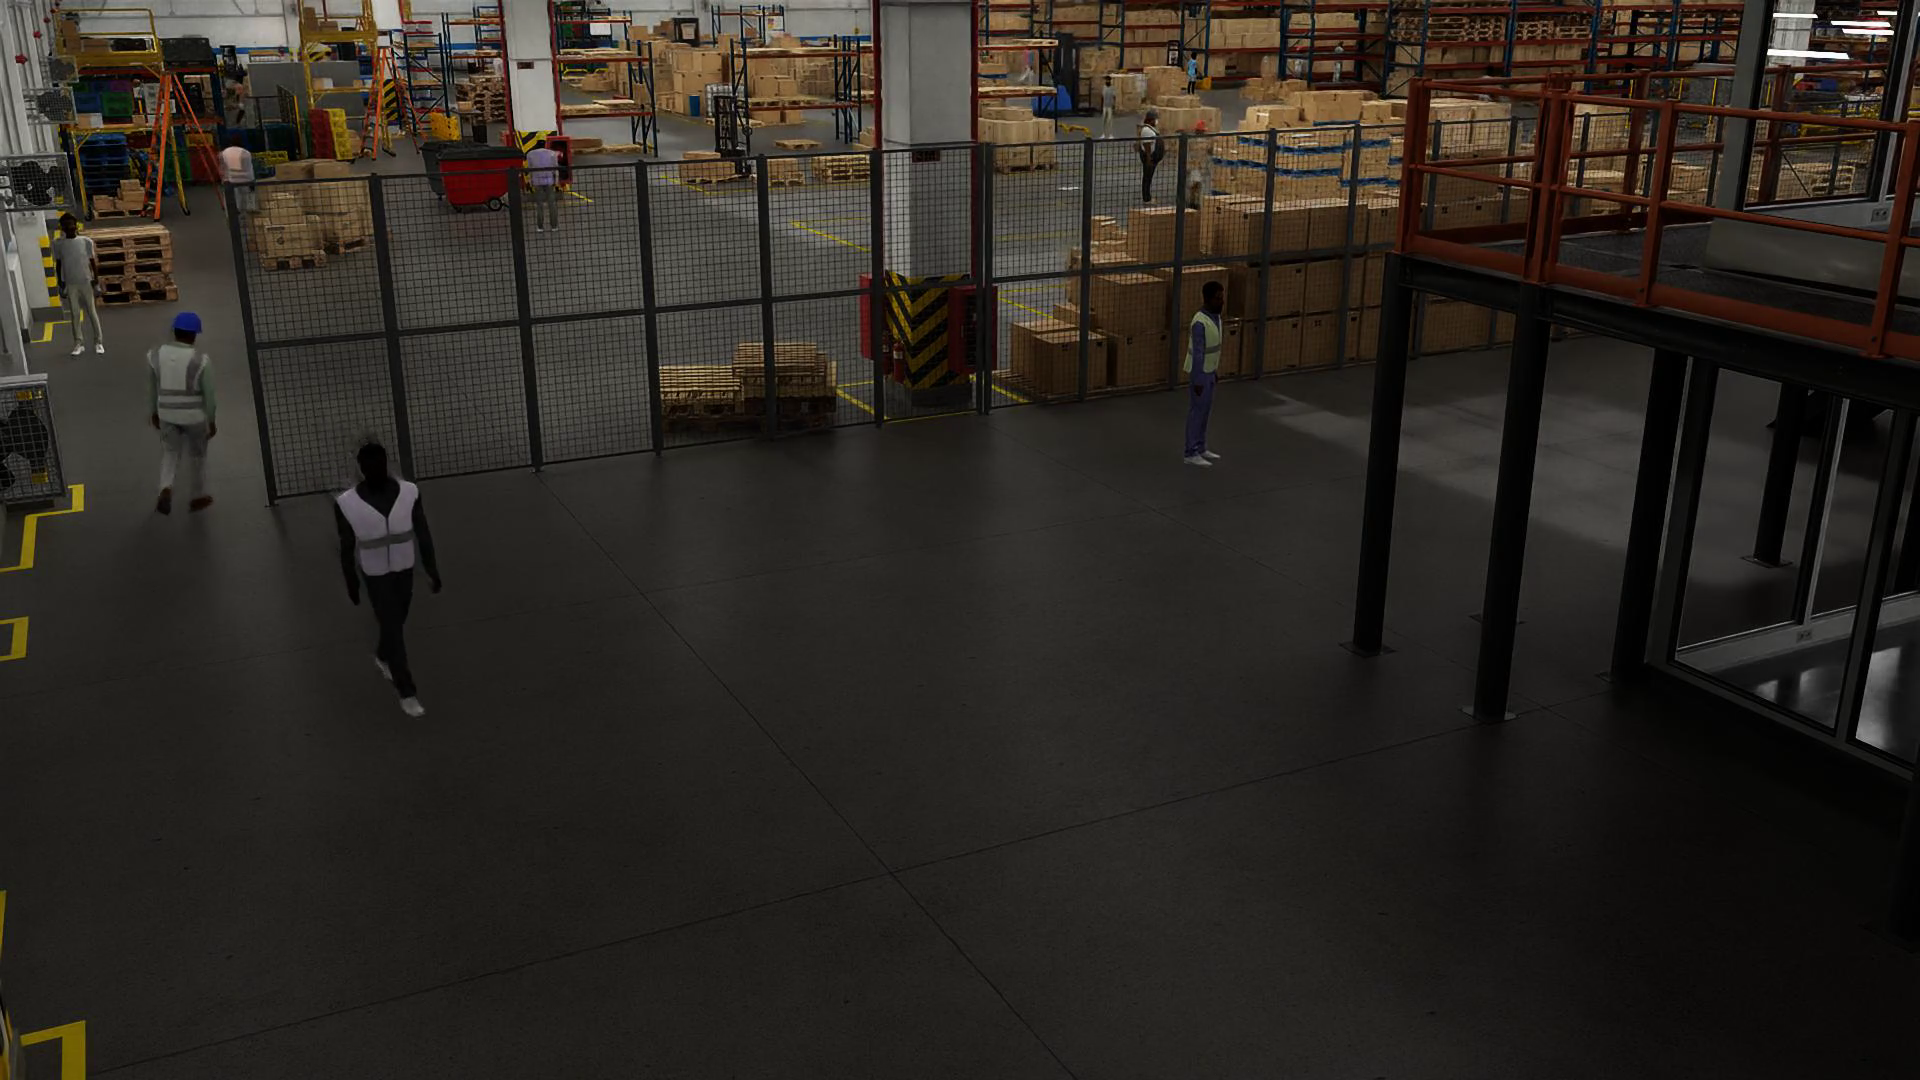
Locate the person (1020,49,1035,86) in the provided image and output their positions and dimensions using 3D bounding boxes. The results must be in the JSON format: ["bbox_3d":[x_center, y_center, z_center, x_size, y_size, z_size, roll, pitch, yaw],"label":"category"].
[{"bbox_3d":[2.919,-20.184,70.786,0.546,1.829,0.624,-8,20,-21],"label":"person"}]

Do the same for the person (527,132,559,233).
[{"bbox_3d":[-8.054,-6.919,32.189,0.581,1.919,0.394,-7,20,-20],"label":"person"}]

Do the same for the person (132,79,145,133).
[{"bbox_3d":[-25.369,-13.402,51.413,0.523,1.632,0.313,4,19,12],"label":"person"}]

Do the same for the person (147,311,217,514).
[{"bbox_3d":[-7.250,-1.158,15.486,0.645,1.910,0.624,1,19,3],"label":"person"}]

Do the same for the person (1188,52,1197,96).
[{"bbox_3d":[9.247,-18.495,66.071,0.318,1.698,0.534,-10,22,-27],"label":"person"}]

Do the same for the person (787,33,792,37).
[{"bbox_3d":[-8.123,-22.878,78.375,0.775,1.962,0.613,11,22,28],"label":"person"}]

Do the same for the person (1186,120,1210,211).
[{"bbox_3d":[5.026,-7.709,34.464,0.571,1.916,0.718,-17,25,-40],"label":"person"}]

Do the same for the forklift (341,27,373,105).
[{"bbox_3d":[-22.275,-17.346,60.954,1.873,2.768,1.129,-9,21,-25],"label":"forklift"}]

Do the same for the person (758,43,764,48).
[{"bbox_3d":[-8.174,-19.699,69.281,0.494,1.909,0.677,-9,21,-23],"label":"person"}]

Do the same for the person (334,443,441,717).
[{"bbox_3d":[-4.001,0.203,11.613,0.607,1.878,0.978,-15,24,-37],"label":"person"}]

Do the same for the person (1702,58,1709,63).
[{"bbox_3d":[28.246,-17.465,63.164,0.805,1.660,0.529,-9,21,-25],"label":"person"}]

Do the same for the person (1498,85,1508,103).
[{"bbox_3d":[16.488,-13.132,50.628,0.366,1.624,0.531,16,24,38],"label":"person"}]

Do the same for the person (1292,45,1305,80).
[{"bbox_3d":[13.635,-18.934,66.993,0.400,1.926,0.567,-10,21,-27],"label":"person"}]

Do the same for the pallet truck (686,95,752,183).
[{"bbox_3d":[-5.836,-9.608,39.856,0.823,1.965,1.885,10,22,27],"label":"pallet truck"}]

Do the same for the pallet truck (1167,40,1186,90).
[{"bbox_3d":[9.045,-19.971,69.895,0.823,1.965,1.885,-3,19,-8],"label":"pallet truck"}]

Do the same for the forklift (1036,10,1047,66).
[{"bbox_3d":[4.213,-25.598,84.873,1.873,2.768,1.129,-9,21,-25],"label":"forklift"}]

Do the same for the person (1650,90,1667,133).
[{"bbox_3d":[19.981,-12.066,47.589,0.497,1.596,0.846,4,19,11],"label":"person"}]

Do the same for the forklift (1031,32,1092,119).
[{"bbox_3d":[3.432,-15.755,56.341,1.873,2.768,1.129,-9,21,-25],"label":"forklift"}]

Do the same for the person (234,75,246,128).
[{"bbox_3d":[-22.941,-13.958,52.949,0.440,1.662,0.550,-9,21,-24],"label":"person"}]

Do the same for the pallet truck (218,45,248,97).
[{"bbox_3d":[-28.879,-18.665,66.111,0.823,1.965,1.885,-3,19,-9],"label":"pallet truck"}]

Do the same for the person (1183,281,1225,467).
[{"bbox_3d":[2.499,-1.713,17.107,0.384,1.912,0.593,8,21,22],"label":"person"}]

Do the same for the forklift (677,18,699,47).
[{"bbox_3d":[-11.715,-21.162,72.015,1.129,2.768,1.873,-6,20,-16],"label":"forklift"}]

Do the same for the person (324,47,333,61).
[{"bbox_3d":[-24.909,-18.588,66.048,0.840,1.897,0.590,-5,20,-14],"label":"person"}]

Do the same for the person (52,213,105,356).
[{"bbox_3d":[-11.657,-3.380,21.987,0.532,1.876,0.321,-6,20,-16],"label":"person"}]

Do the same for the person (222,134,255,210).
[{"bbox_3d":[-14.200,-7.076,32.785,0.633,1.817,0.751,3,19,9],"label":"person"}]

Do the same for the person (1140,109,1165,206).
[{"bbox_3d":[4.140,-8.252,35.860,0.539,2.000,0.688,3,19,8],"label":"person"}]

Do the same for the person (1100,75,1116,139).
[{"bbox_3d":[4.427,-12.938,49.725,0.543,1.860,0.331,15,24,37],"label":"person"}]

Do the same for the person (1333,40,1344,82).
[{"bbox_3d":[16.253,-20.448,71.366,0.354,1.937,0.635,-4,19,-12],"label":"person"}]

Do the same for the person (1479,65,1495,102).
[{"bbox_3d":[16.763,-14.113,52.973,0.376,1.958,0.612,-6,20,-17],"label":"person"}]

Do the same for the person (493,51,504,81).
[{"bbox_3d":[-17.257,-17.368,62.447,0.377,1.934,0.629,-17,25,-41],"label":"person"}]
